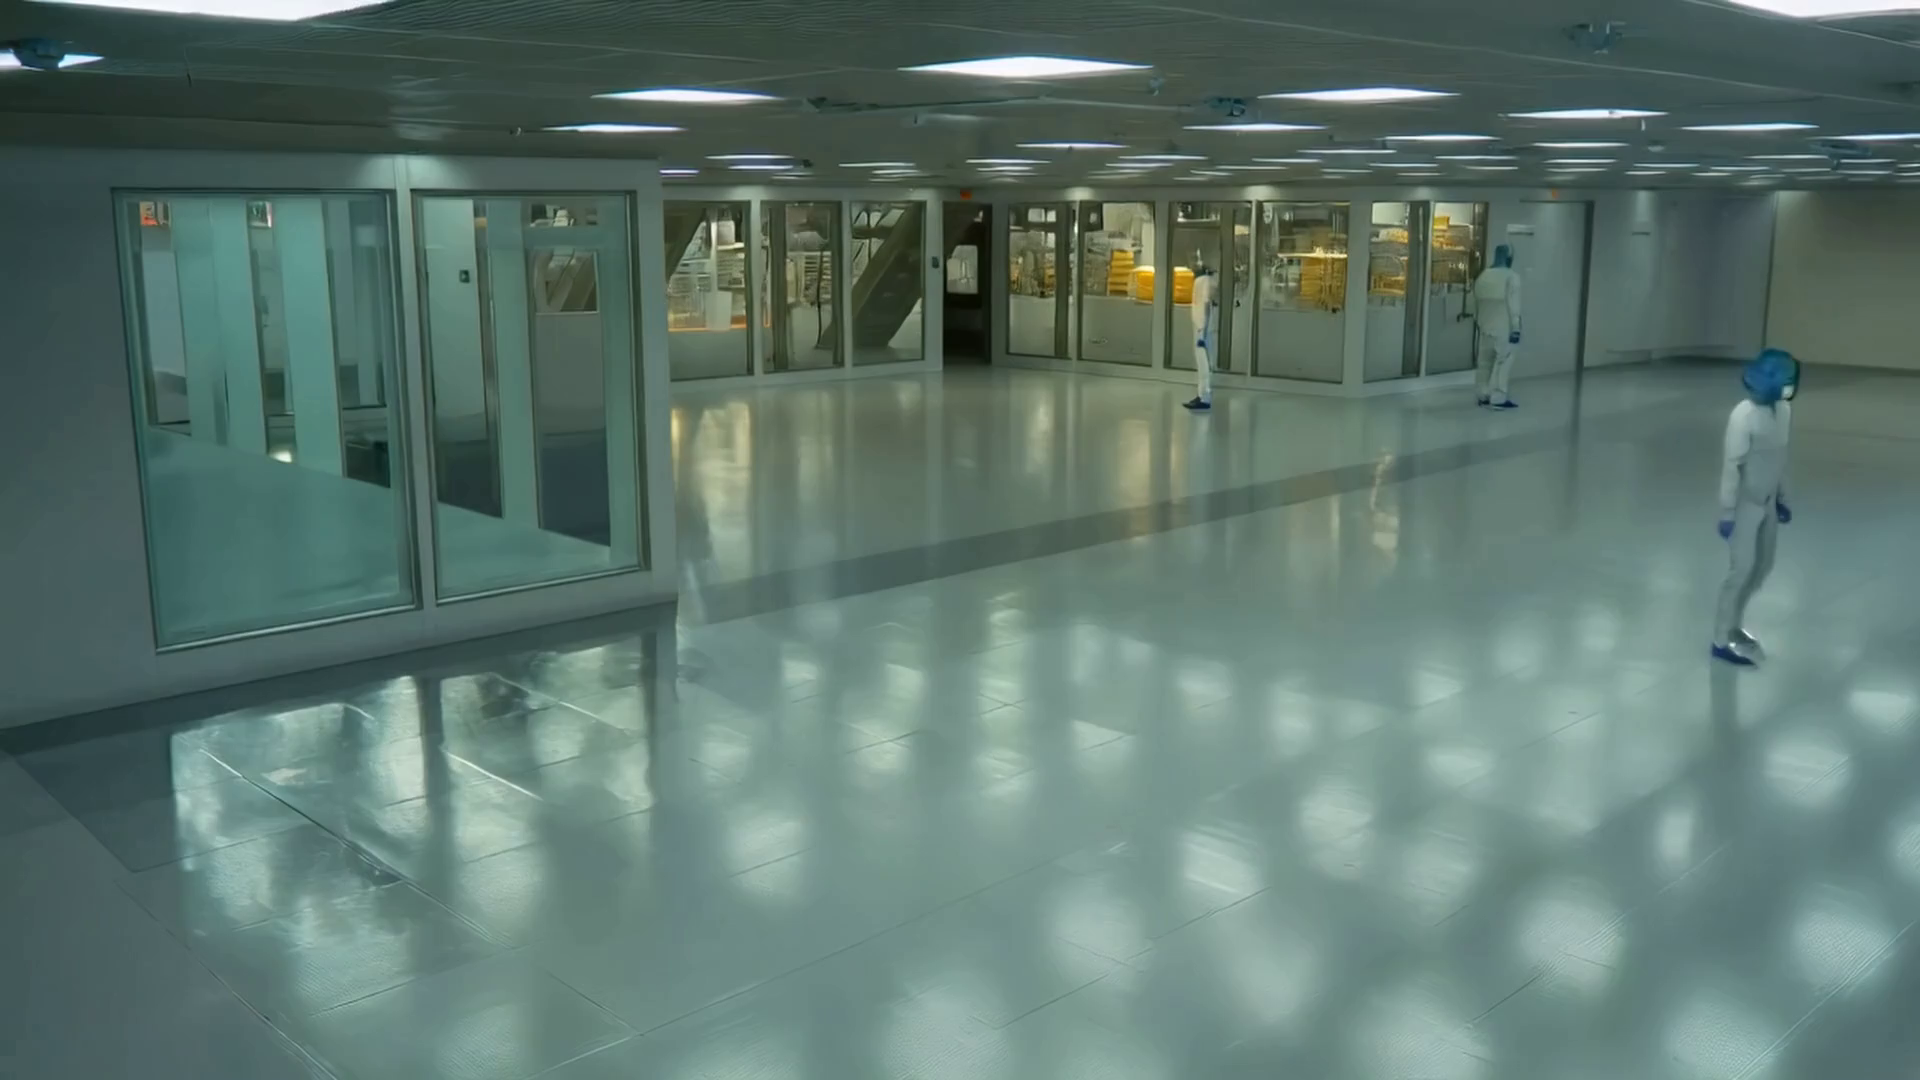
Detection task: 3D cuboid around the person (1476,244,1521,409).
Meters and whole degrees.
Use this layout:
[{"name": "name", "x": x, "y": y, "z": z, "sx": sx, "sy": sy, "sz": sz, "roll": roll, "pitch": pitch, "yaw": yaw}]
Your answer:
[{"name": "person", "x": 6.301, "y": -2.486, "z": 19.404, "sx": 0.407, "sy": 1.913, "sz": 0.641, "roll": -5, "pitch": 12, "yaw": -24}]

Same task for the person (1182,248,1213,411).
[{"name": "person", "x": 2.764, "y": -2.426, "z": 19.221, "sx": 0.309, "sy": 1.868, "sz": 0.535, "roll": 0, "pitch": 11, "yaw": 0}]

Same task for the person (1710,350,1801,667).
[{"name": "person", "x": 4.060, "y": -0.180, "z": 8.589, "sx": 0.635, "sy": 1.620, "sz": 0.445, "roll": -9, "pitch": 14, "yaw": -37}]
